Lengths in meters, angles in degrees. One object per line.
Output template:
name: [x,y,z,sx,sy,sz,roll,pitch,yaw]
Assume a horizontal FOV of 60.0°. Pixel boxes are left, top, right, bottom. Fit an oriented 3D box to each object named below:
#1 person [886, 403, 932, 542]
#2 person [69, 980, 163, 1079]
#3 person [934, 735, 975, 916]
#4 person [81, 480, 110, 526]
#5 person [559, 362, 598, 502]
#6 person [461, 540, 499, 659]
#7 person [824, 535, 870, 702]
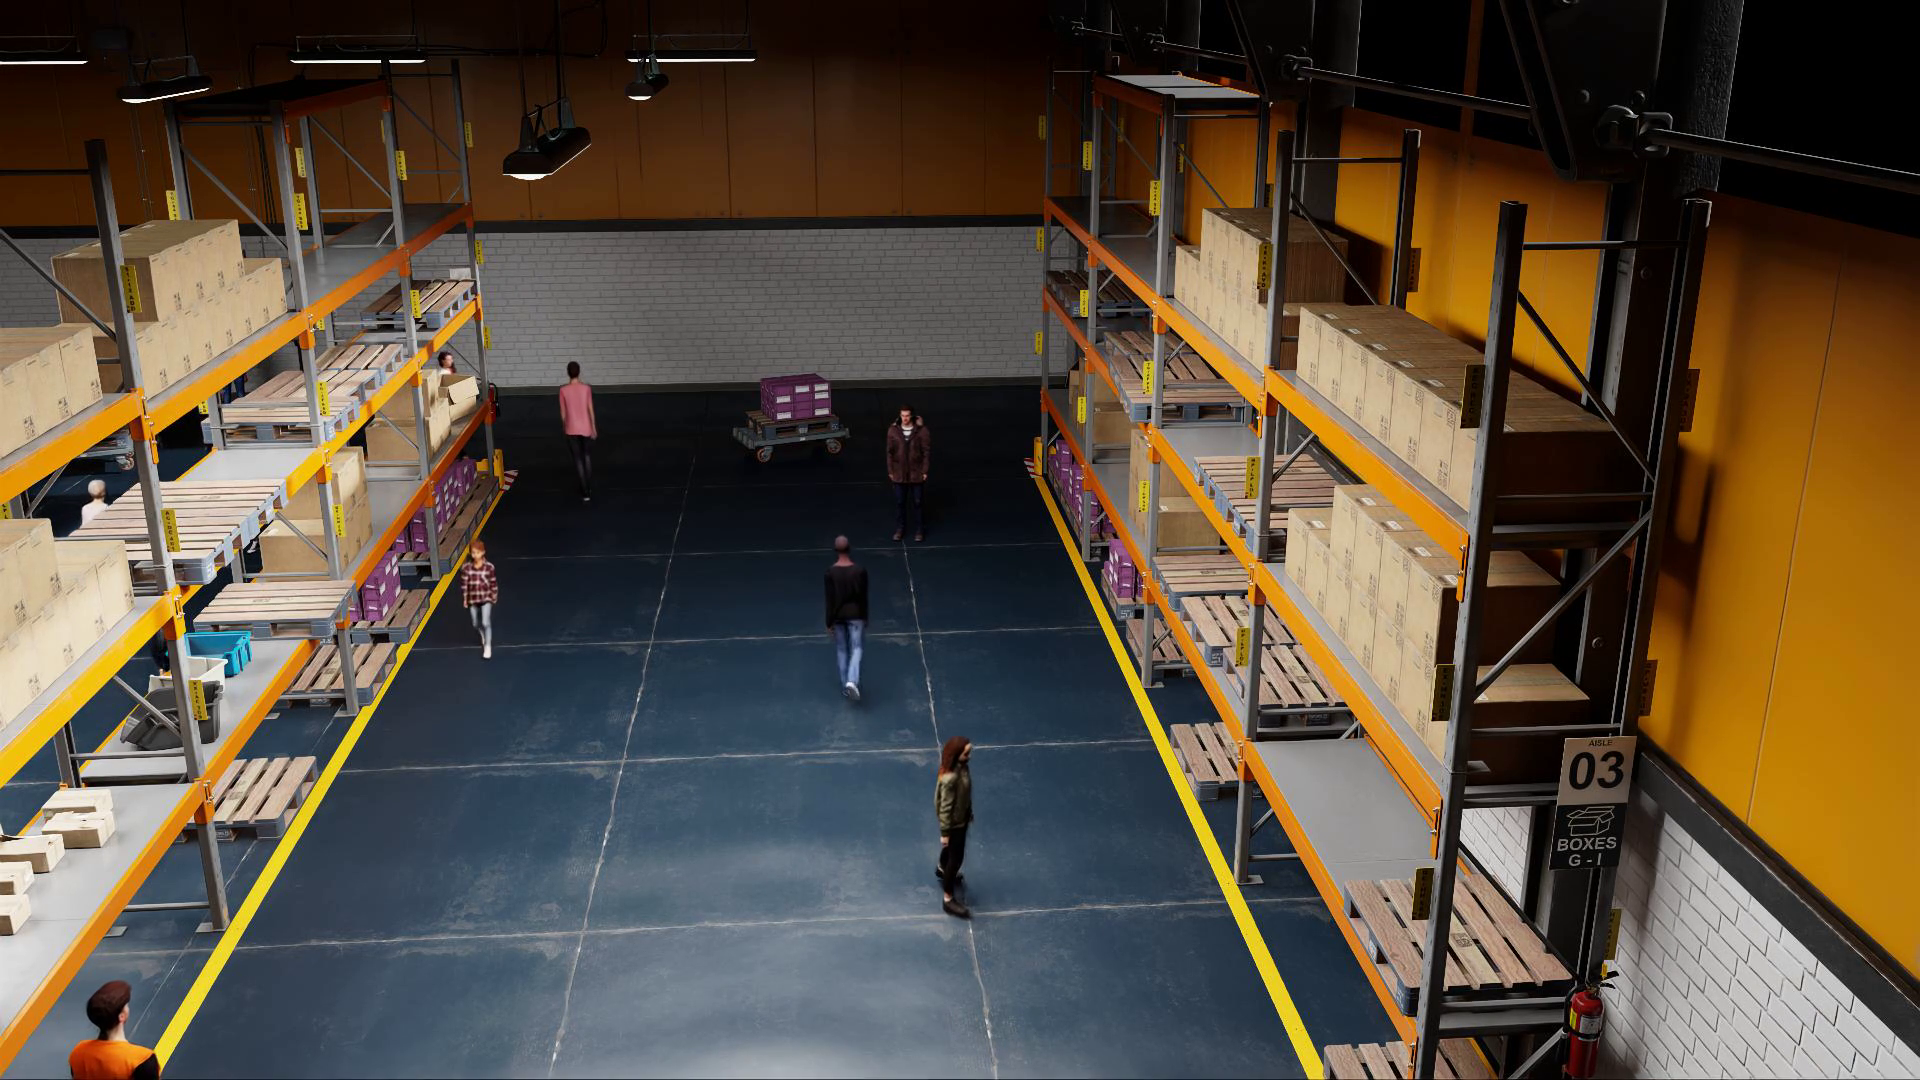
person: [-0.664,-0.895,21.706,0.807,1.843,0.754,3,19,8]
person: [-4.581,3.303,9.174,0.731,1.886,0.701,2,19,7]
person: [-0.048,2.205,13.093,0.923,1.466,0.750,6,19,16]
person: [-9.695,0.170,18.808,0.697,1.674,0.878,2,19,5]
person: [-5.348,-1.499,23.368,0.838,1.927,1.105,-8,20,-23]
person: [-5.222,0.607,18.111,0.523,1.291,0.798,-2,19,-7]
person: [-1.131,0.822,16.784,0.628,1.731,0.936,-1,19,-2]
